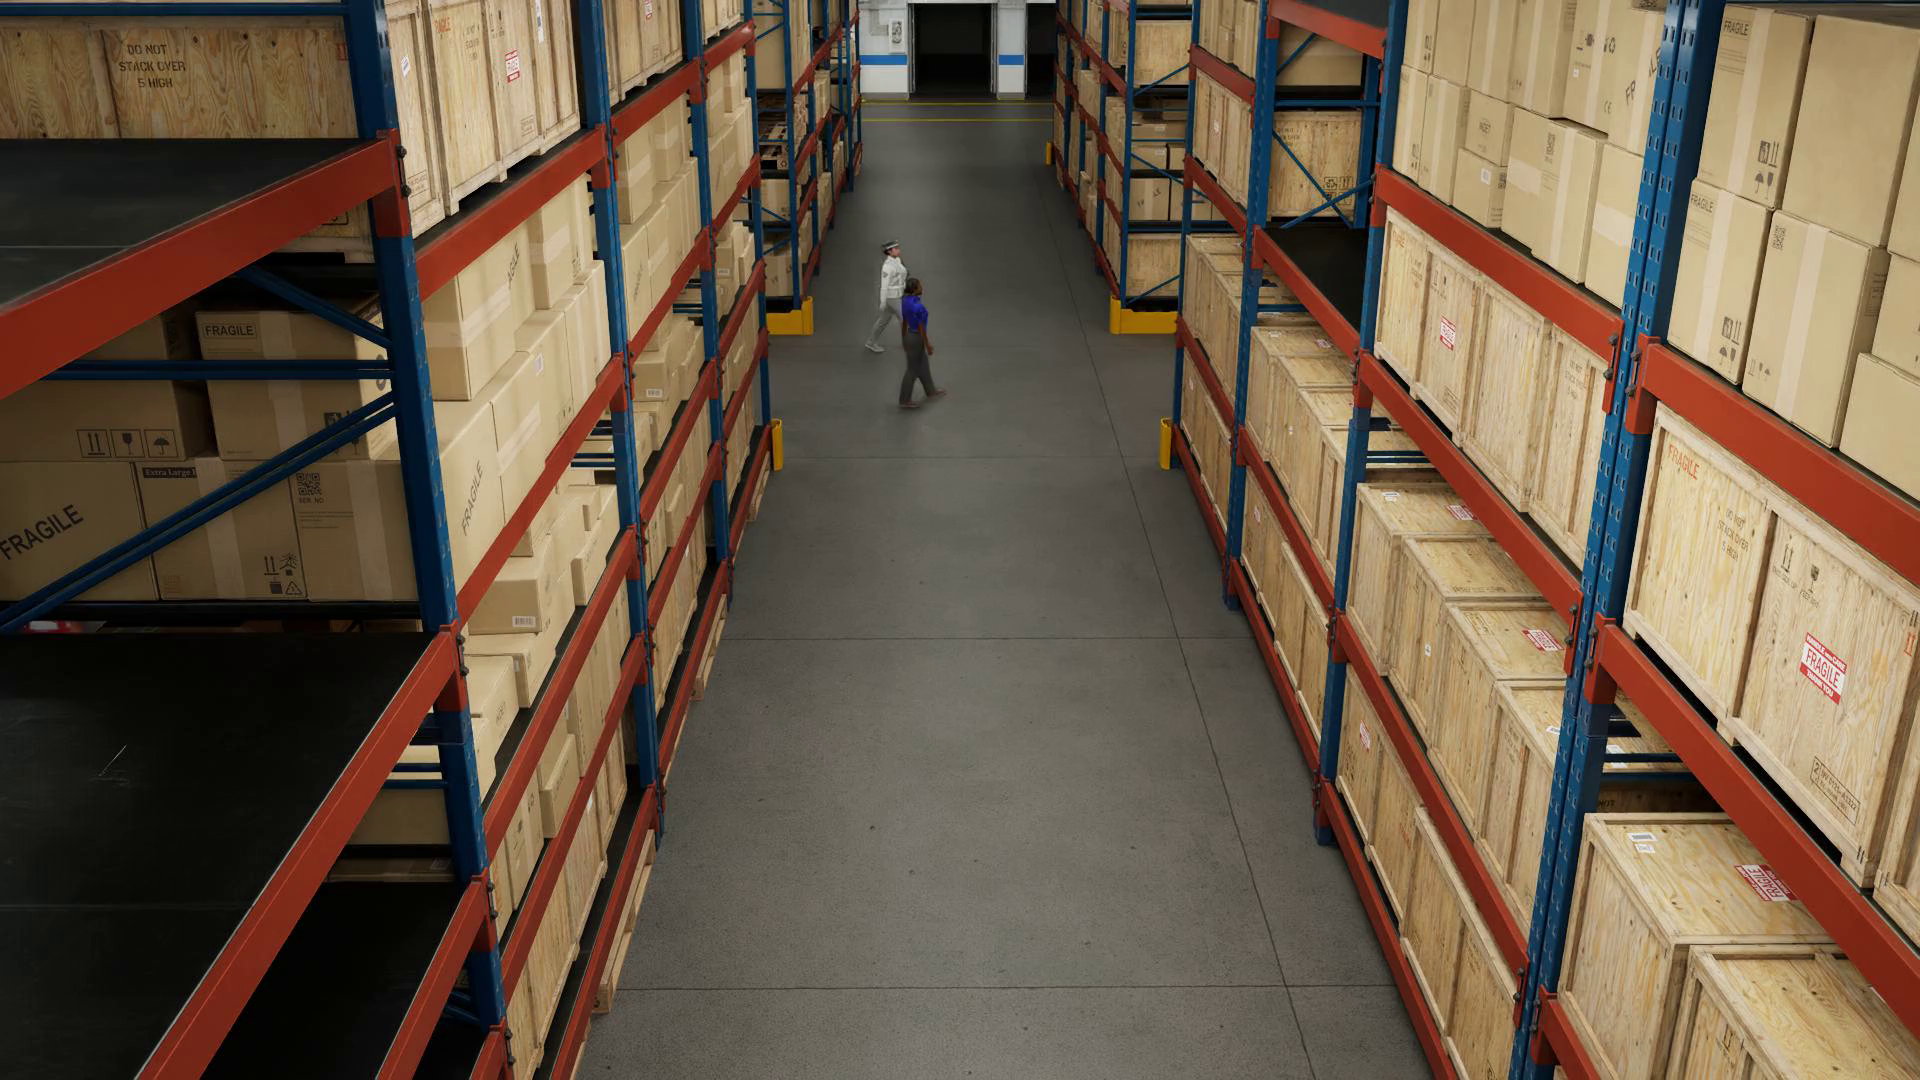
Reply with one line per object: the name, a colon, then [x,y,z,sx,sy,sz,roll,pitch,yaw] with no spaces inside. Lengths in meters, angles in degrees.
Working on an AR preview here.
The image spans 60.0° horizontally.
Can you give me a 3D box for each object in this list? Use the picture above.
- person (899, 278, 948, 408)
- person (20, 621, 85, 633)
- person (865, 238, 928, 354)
person: [-0.448,-2.505,21.007,0.732,1.650,0.455,-8,23,-19]
person: [-6.749,0.780,12.497,0.531,1.751,0.958,-4,22,-9]
person: [-0.871,-3.415,23.282,1.011,1.646,0.477,4,22,10]
